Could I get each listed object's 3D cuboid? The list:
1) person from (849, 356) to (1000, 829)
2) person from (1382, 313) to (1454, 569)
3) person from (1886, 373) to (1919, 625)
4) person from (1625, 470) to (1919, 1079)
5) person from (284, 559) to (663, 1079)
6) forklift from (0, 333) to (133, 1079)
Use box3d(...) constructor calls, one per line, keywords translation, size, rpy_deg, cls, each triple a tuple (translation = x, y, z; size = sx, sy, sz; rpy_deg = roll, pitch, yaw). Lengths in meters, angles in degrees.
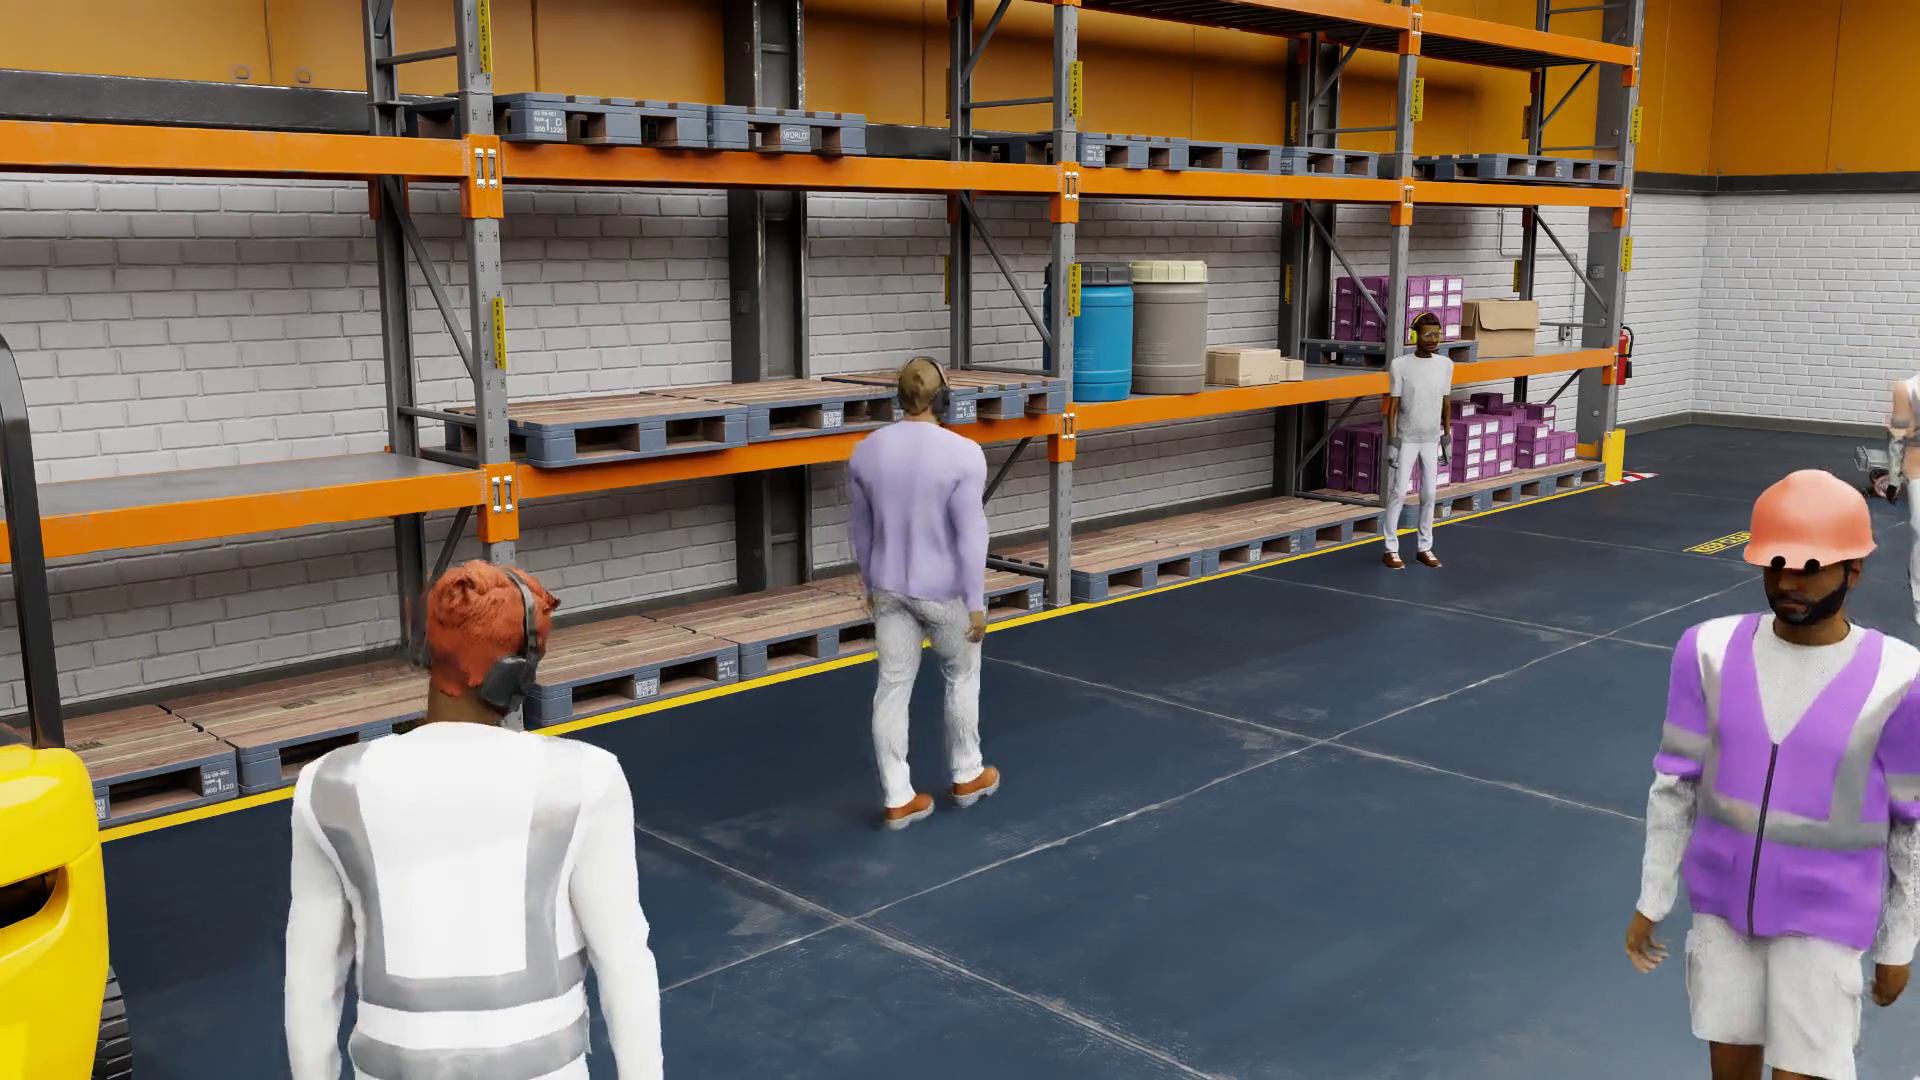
box3d(translation=(-0.102, 0.196, 6.908), size=(0.655, 1.914, 0.803), rpy_deg=(5, 12, 27), cls="person")
box3d(translation=(3.319, -0.711, 12.033), size=(0.509, 1.860, 0.318), rpy_deg=(-2, 11, -12), cls="person")
box3d(translation=(6.171, -0.447, 10.505), size=(0.600, 1.895, 0.916), rpy_deg=(3, 11, 16), cls="person")
box3d(translation=(1.760, 0.800, 3.607), size=(0.399, 1.922, 0.553), rpy_deg=(-10, 14, -43), cls="person")
box3d(translation=(-0.831, 0.958, 2.922), size=(0.657, 1.857, 0.628), rpy_deg=(-1, 10, -7), cls="person")
box3d(translation=(-3.289, 0.485, 4.582), size=(1.214, 2.155, 2.313), rpy_deg=(-10, 14, -44), cls="forklift")
